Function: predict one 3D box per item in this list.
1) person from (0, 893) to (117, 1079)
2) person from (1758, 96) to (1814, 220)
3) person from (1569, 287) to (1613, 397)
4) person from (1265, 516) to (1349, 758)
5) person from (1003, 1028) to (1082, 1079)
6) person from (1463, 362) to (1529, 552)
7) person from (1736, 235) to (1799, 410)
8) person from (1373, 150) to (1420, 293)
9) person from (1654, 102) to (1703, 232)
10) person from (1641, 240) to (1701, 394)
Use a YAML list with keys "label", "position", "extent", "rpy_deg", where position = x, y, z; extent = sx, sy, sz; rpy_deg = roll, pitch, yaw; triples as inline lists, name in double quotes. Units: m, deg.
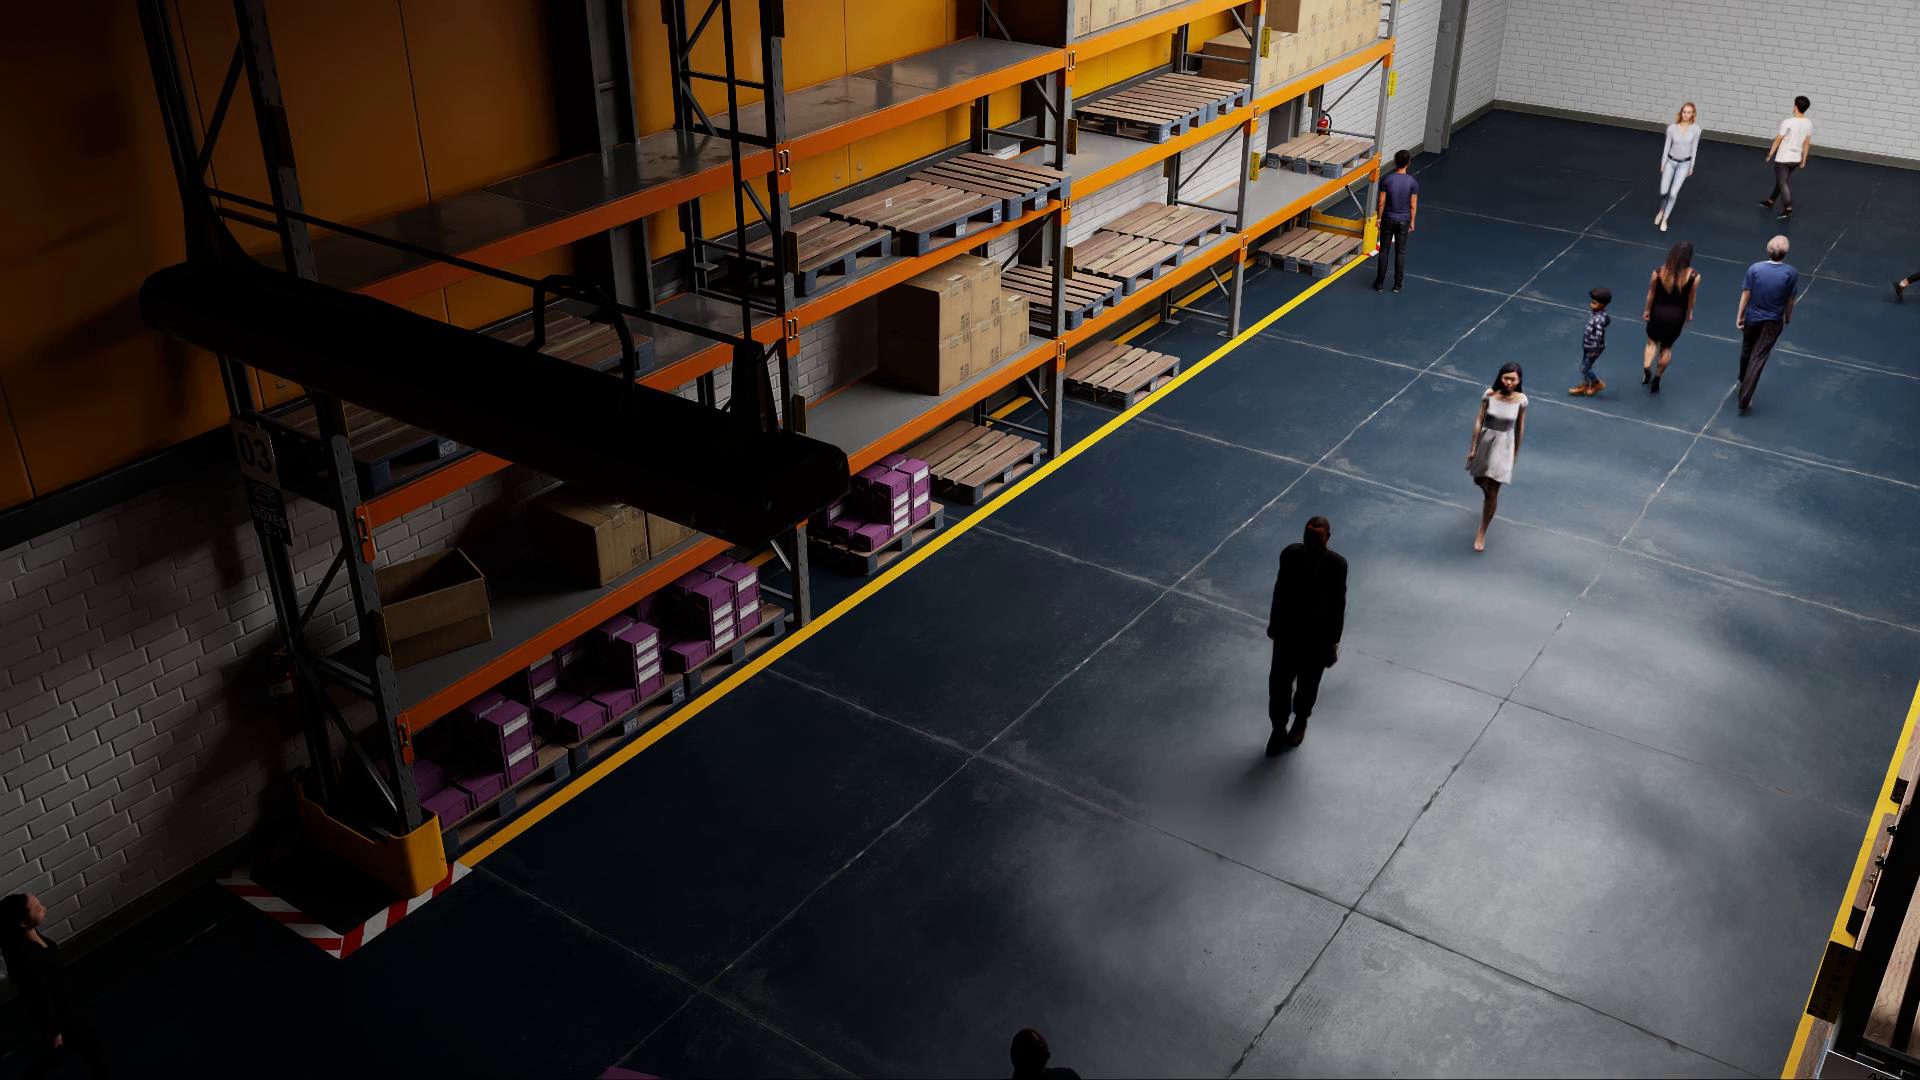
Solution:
- label: "person"
  position: [-4.919, 2.580, 8.901]
  extent: [1.059, 1.692, 0.761]
  rpy_deg: [-20, 35, -32]
- label: "person"
  position: [11.725, -5.365, 23.470]
  extent: [1.090, 1.686, 1.106]
  rpy_deg: [-7, 29, -13]
- label: "person"
  position: [6.910, -2.131, 18.002]
  extent: [0.688, 1.247, 0.628]
  rpy_deg: [3, 29, 6]
- label: "person"
  position: [2.573, 0.639, 12.257]
  extent: [0.814, 1.885, 0.888]
  rpy_deg: [15, 32, 25]
- label: "person"
  position: [0.325, 3.031, 7.942]
  extent: [0.740, 1.818, 0.849]
  rpy_deg: [-11, 30, -19]
- label: "person"
  position: [4.830, -0.809, 15.056]
  extent: [0.740, 1.748, 1.095]
  rpy_deg: [12, 31, 21]
- label: "person"
  position: [8.504, -2.254, 17.646]
  extent: [0.678, 1.803, 1.207]
  rpy_deg: [19, 34, 30]
- label: "person"
  position: [5.459, -3.997, 20.861]
  extent: [0.719, 1.784, 0.673]
  rpy_deg: [6, 29, 11]
- label: "person"
  position: [9.943, -5.187, 23.045]
  extent: [0.668, 1.782, 0.709]
  rpy_deg: [11, 30, 19]
- label: "person"
  position: [7.641, -2.366, 17.963]
  extent: [0.699, 1.696, 0.697]
  rpy_deg: [11, 31, 20]
